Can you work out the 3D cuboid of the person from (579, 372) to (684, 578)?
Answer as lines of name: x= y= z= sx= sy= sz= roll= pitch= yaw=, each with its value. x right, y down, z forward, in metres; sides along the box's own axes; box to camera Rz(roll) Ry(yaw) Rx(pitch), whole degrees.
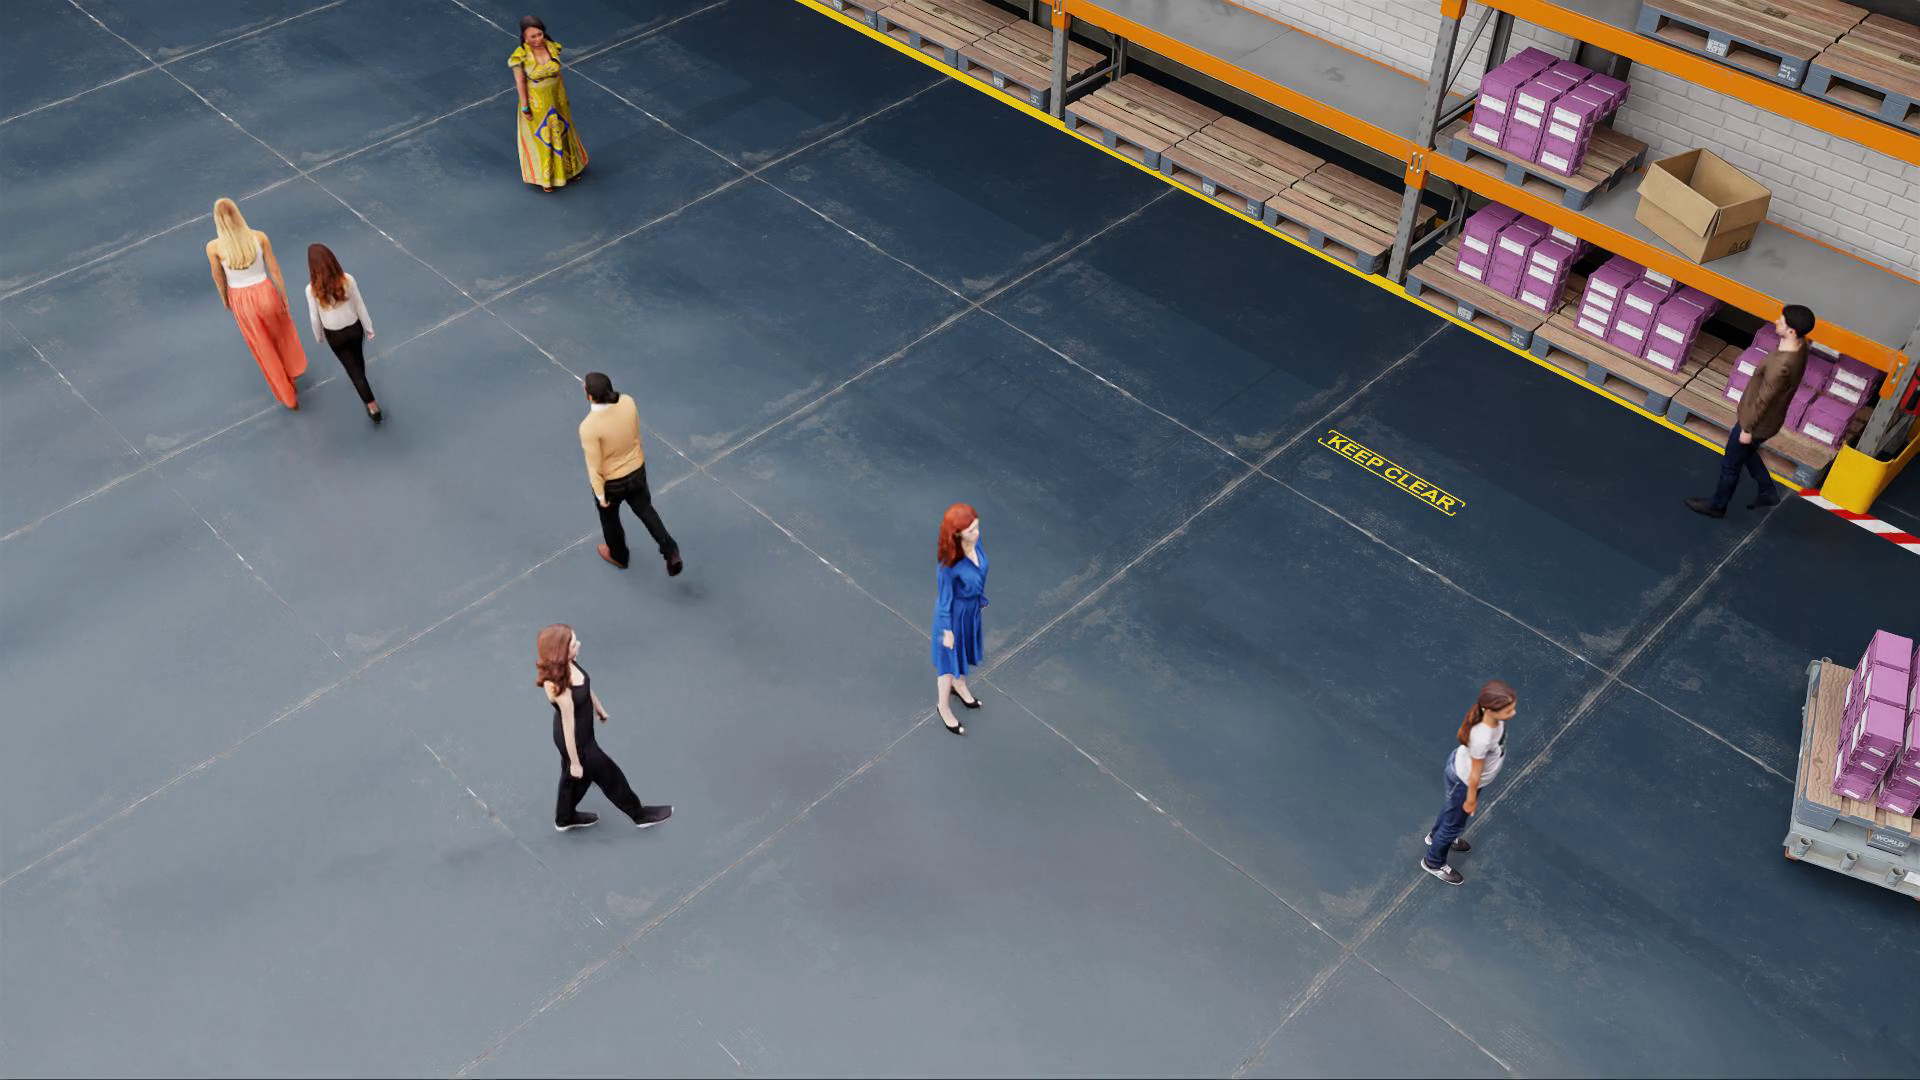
person: x=-2.259 y=-0.408 z=11.287 sx=1.007 sy=1.736 sz=0.669 roll=31 pitch=52 yaw=28

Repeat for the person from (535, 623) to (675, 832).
person: x=-2.311 y=1.140 z=9.677 sx=0.984 sy=1.715 sz=1.001 roll=-7 pitch=44 yaw=-8

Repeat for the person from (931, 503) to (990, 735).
person: x=-0.001 y=0.470 z=10.299 sx=0.668 sy=1.828 sz=0.681 roll=21 pitch=47 yaw=20

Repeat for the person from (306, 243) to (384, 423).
person: x=-4.675 y=-1.540 z=12.688 sx=0.670 sy=1.441 sz=1.023 roll=-25 pitch=49 yaw=-24

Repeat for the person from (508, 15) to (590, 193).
person: x=-3.771 y=-3.983 z=15.095 sx=0.731 sy=1.660 sz=0.827 roll=34 pitch=53 yaw=30

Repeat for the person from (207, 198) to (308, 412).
person: x=-5.330 y=-1.732 z=12.644 sx=0.798 sy=1.781 sz=1.012 roll=-20 pitch=47 yaw=-20

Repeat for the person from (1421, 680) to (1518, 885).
person: x=2.935 y=1.353 z=9.565 sx=0.615 sy=1.562 sz=0.606 roll=16 pitch=46 yaw=16

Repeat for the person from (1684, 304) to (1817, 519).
person: x=5.679 y=-0.841 z=11.640 sx=0.878 sy=1.875 sz=0.726 roll=27 pitch=50 yaw=25
